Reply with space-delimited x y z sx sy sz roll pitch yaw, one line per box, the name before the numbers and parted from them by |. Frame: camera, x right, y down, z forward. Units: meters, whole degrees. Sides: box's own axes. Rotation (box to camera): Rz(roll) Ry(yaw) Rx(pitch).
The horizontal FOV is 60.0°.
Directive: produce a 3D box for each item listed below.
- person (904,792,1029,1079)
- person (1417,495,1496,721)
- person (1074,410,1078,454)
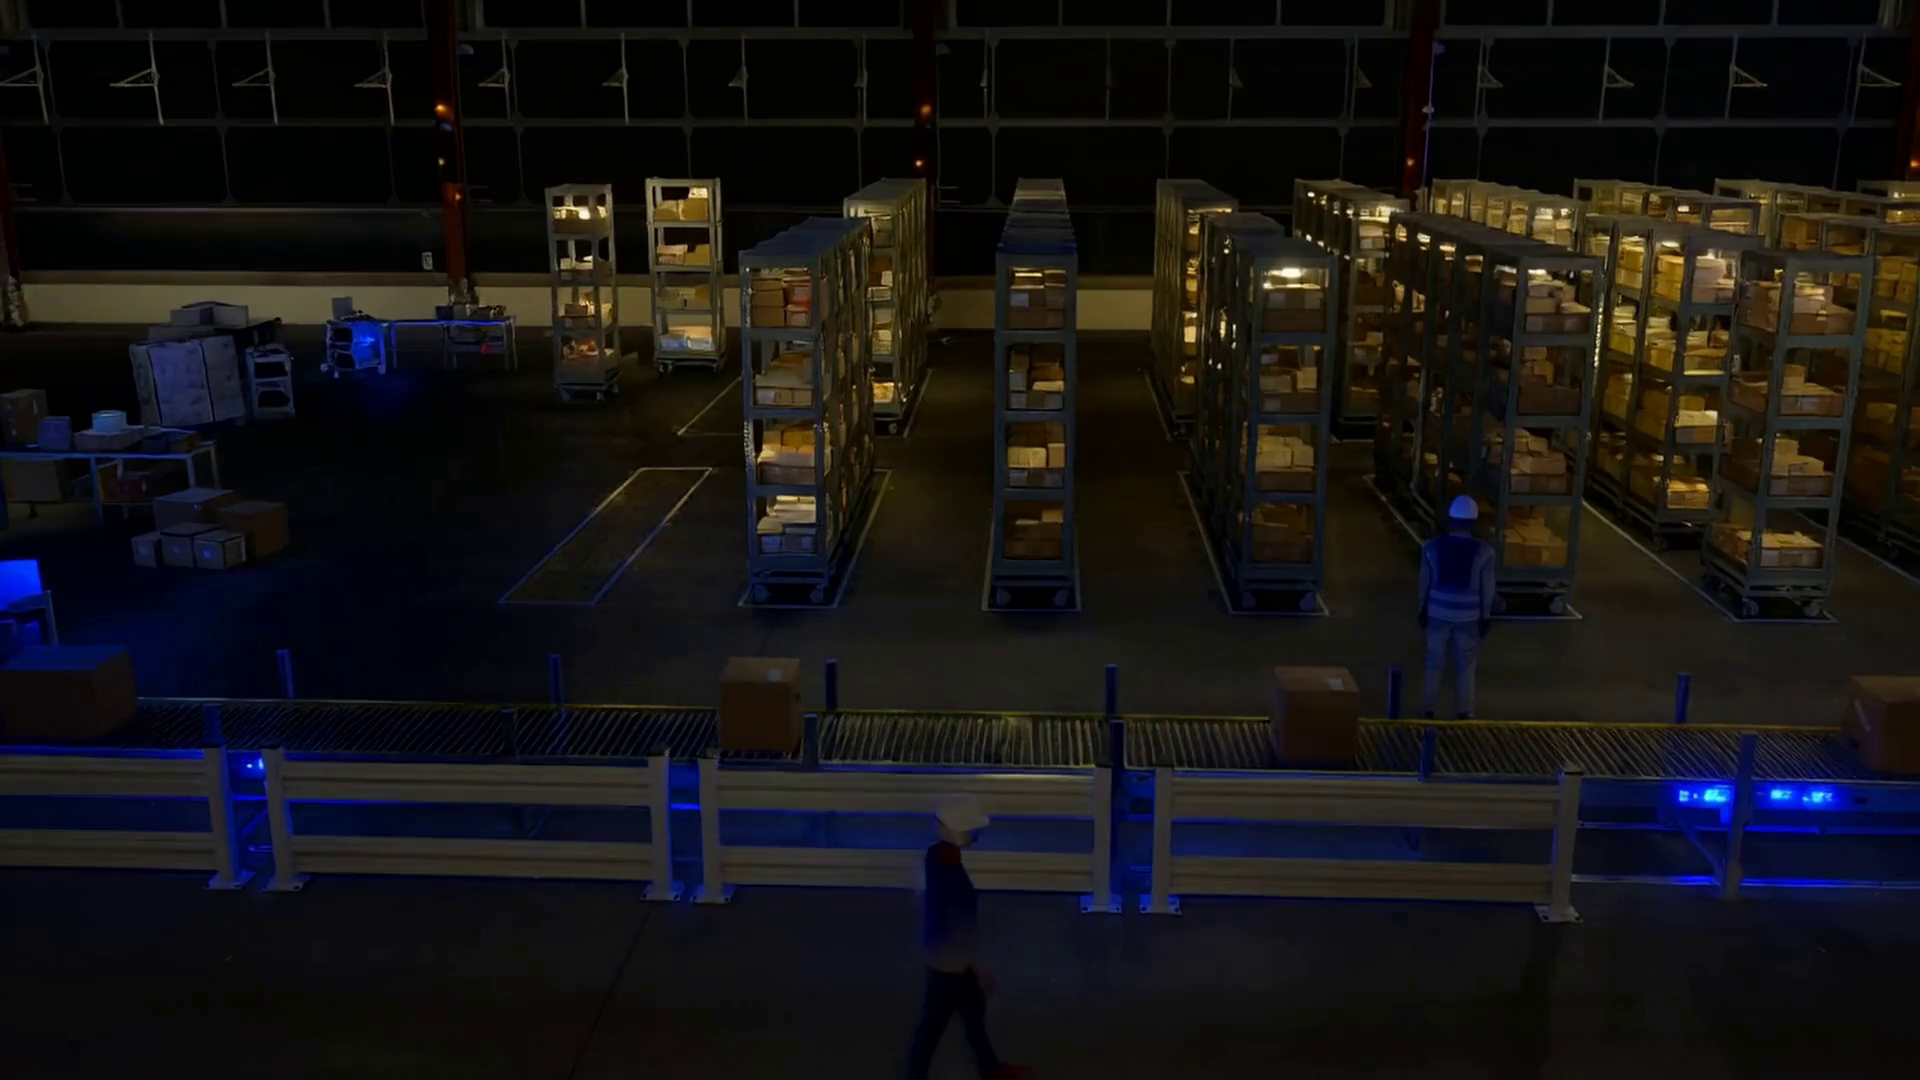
person | 0.055 2.102 8.437 0.807 1.732 0.545 -3 15 -11
person | 4.065 0.591 13.660 0.613 1.943 0.405 7 16 23
person | 1.523 -2.146 24.077 0.542 1.814 0.596 -2 15 -7
